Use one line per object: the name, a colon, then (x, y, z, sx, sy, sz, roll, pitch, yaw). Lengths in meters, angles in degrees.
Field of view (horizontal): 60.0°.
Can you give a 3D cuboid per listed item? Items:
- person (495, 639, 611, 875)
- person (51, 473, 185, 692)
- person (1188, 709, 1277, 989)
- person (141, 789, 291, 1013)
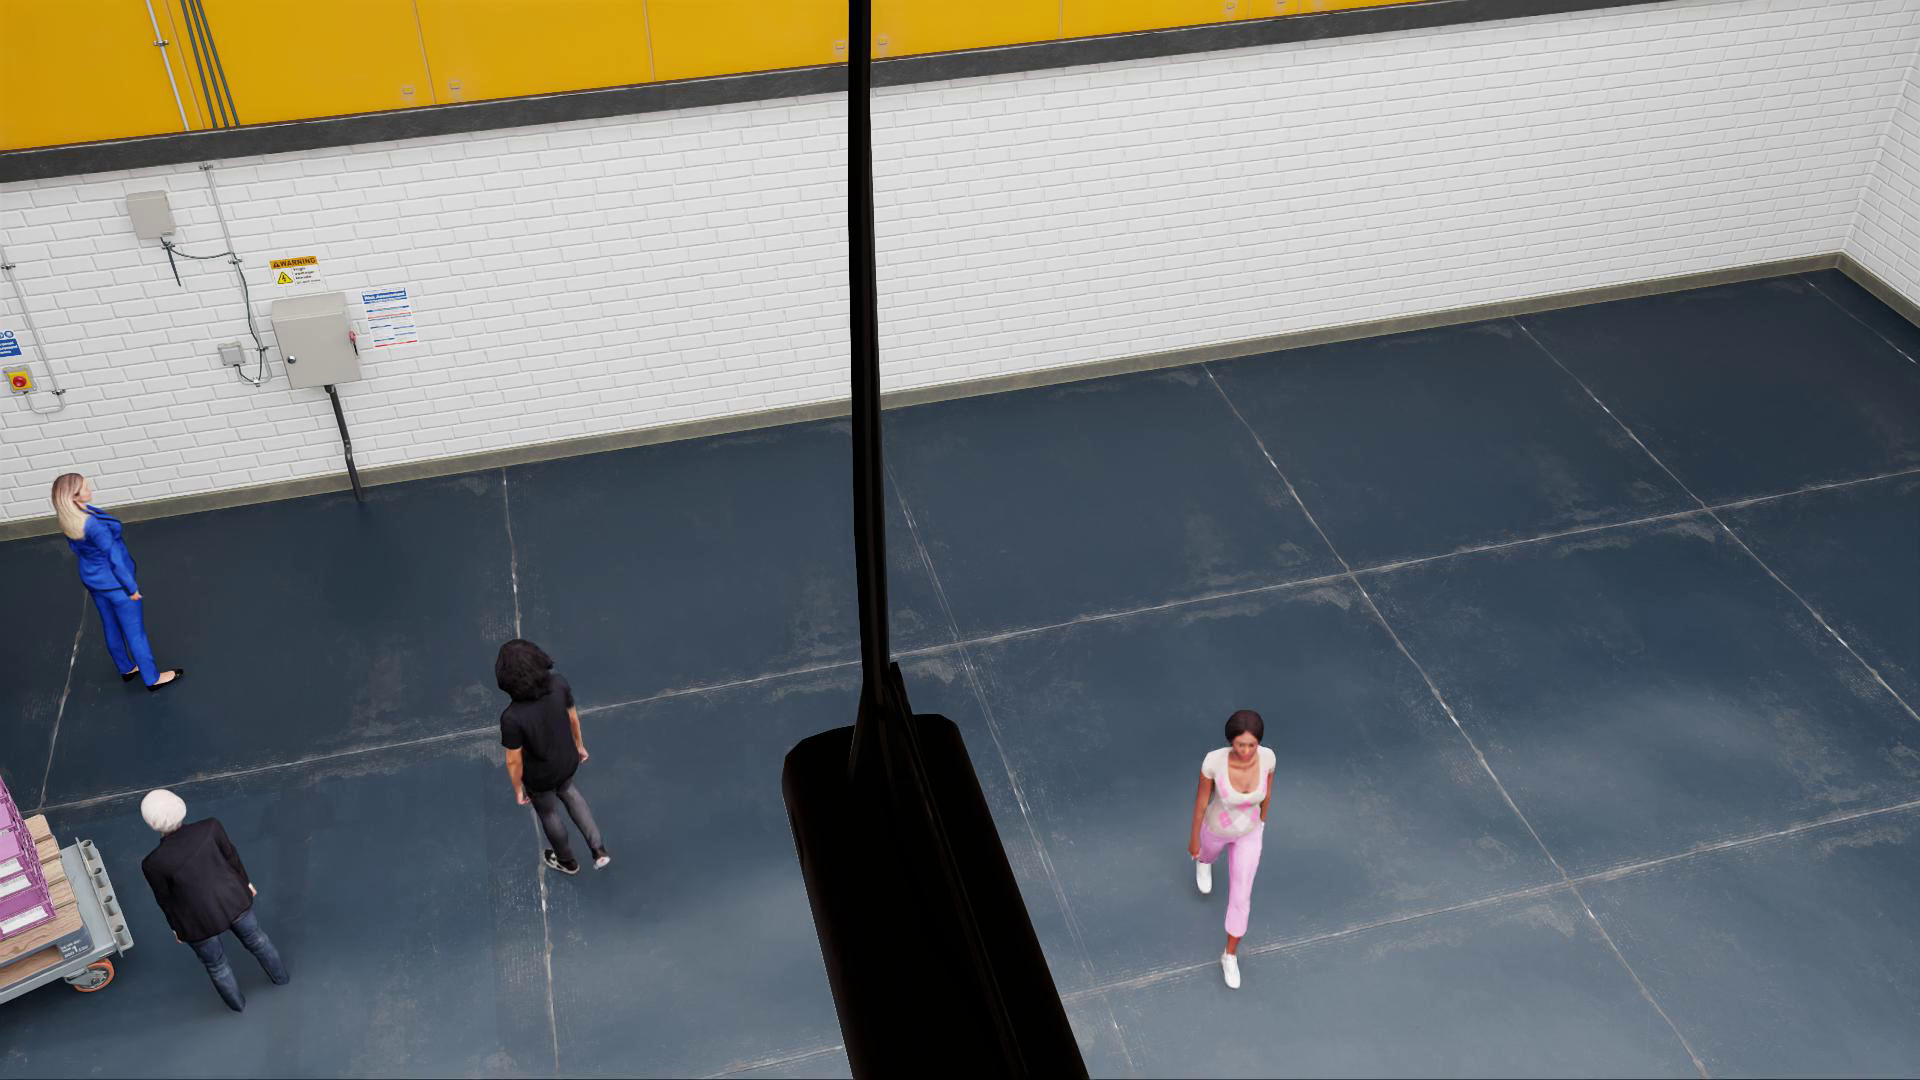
person: (-2.282, 1.302, 9.445, 0.930, 1.824, 0.863, 28, 46, 30)
person: (-5.546, 0.278, 10.828, 0.689, 1.699, 0.753, 21, 43, 24)
person: (1.476, 1.554, 9.231, 0.783, 1.699, 1.233, -1, 39, -2)
person: (-3.984, 1.985, 8.979, 0.767, 1.782, 0.824, 29, 47, 31)
